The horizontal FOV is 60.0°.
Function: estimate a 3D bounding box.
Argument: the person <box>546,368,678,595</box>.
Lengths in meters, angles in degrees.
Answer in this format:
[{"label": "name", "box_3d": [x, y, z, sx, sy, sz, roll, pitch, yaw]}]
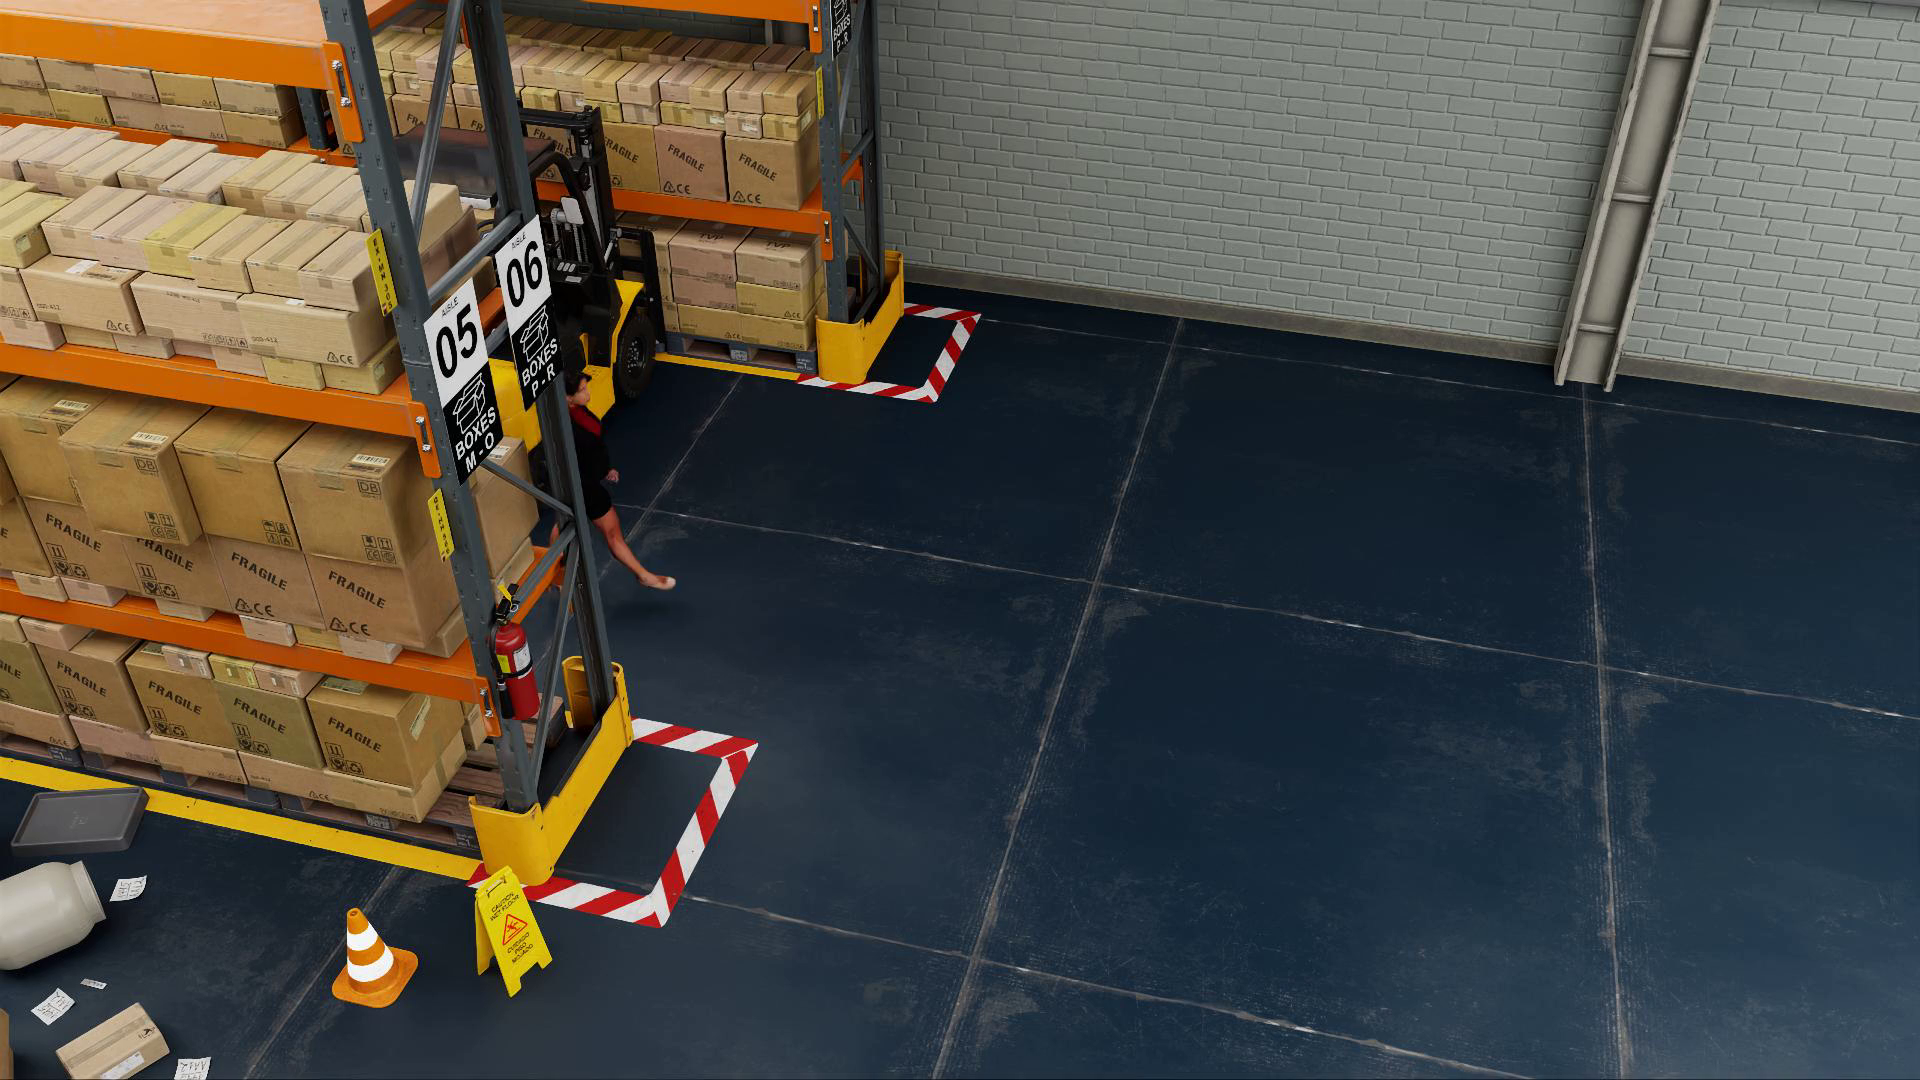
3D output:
[{"label": "person", "box_3d": [-2.288, -0.279, 9.732, 1.101, 1.595, 0.784, -2, 37, -3]}]
